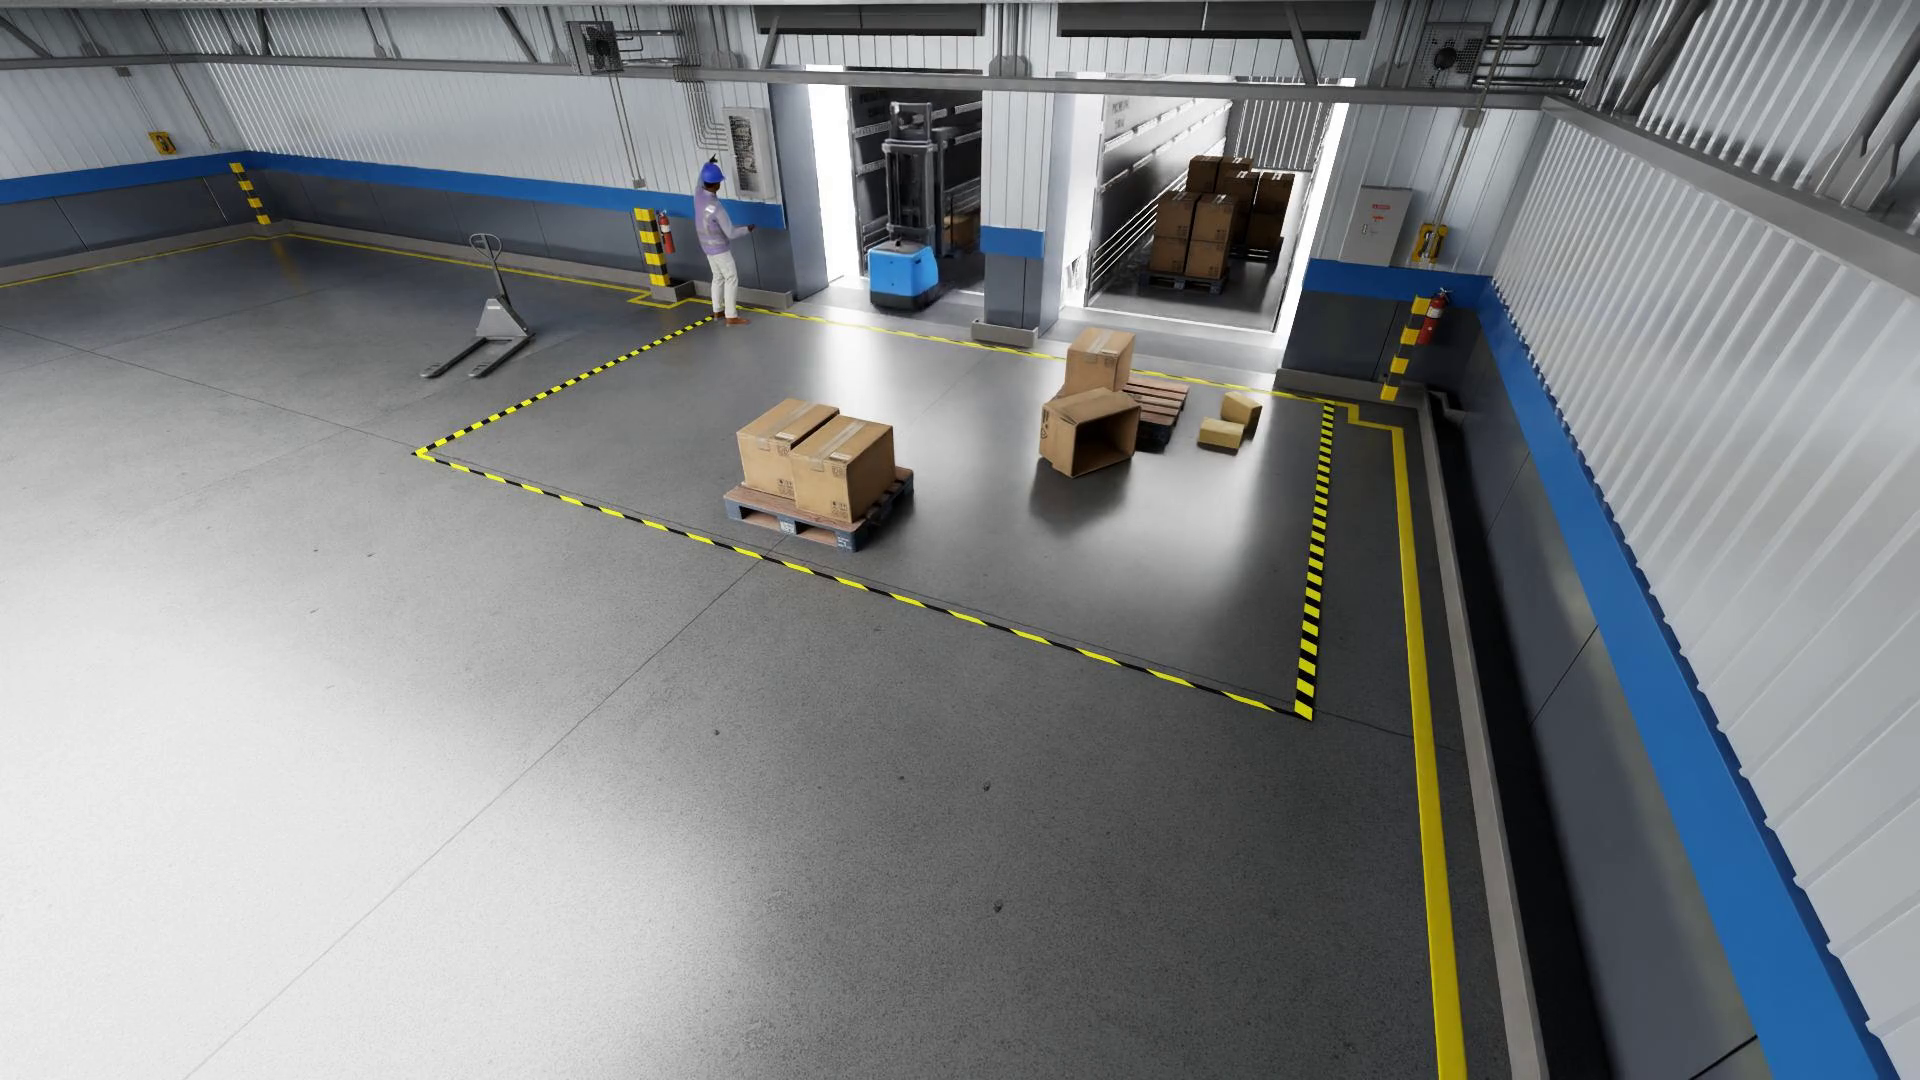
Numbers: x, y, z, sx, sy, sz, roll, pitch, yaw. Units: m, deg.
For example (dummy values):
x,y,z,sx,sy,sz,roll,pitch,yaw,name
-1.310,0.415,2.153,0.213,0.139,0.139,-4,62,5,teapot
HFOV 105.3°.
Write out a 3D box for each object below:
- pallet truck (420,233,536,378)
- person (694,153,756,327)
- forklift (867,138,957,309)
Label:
x,y,z,sx,sy,sz,roll,pitch,yaw,name
-5.664,-2.712,8.427,0.680,1.201,1.601,0,35,-1,pallet truck
-3.041,-3.801,9.384,0.694,1.906,1.047,-26,43,-32,person
-0.758,-4.226,9.860,0.716,2.013,0.776,15,38,20,forklift
